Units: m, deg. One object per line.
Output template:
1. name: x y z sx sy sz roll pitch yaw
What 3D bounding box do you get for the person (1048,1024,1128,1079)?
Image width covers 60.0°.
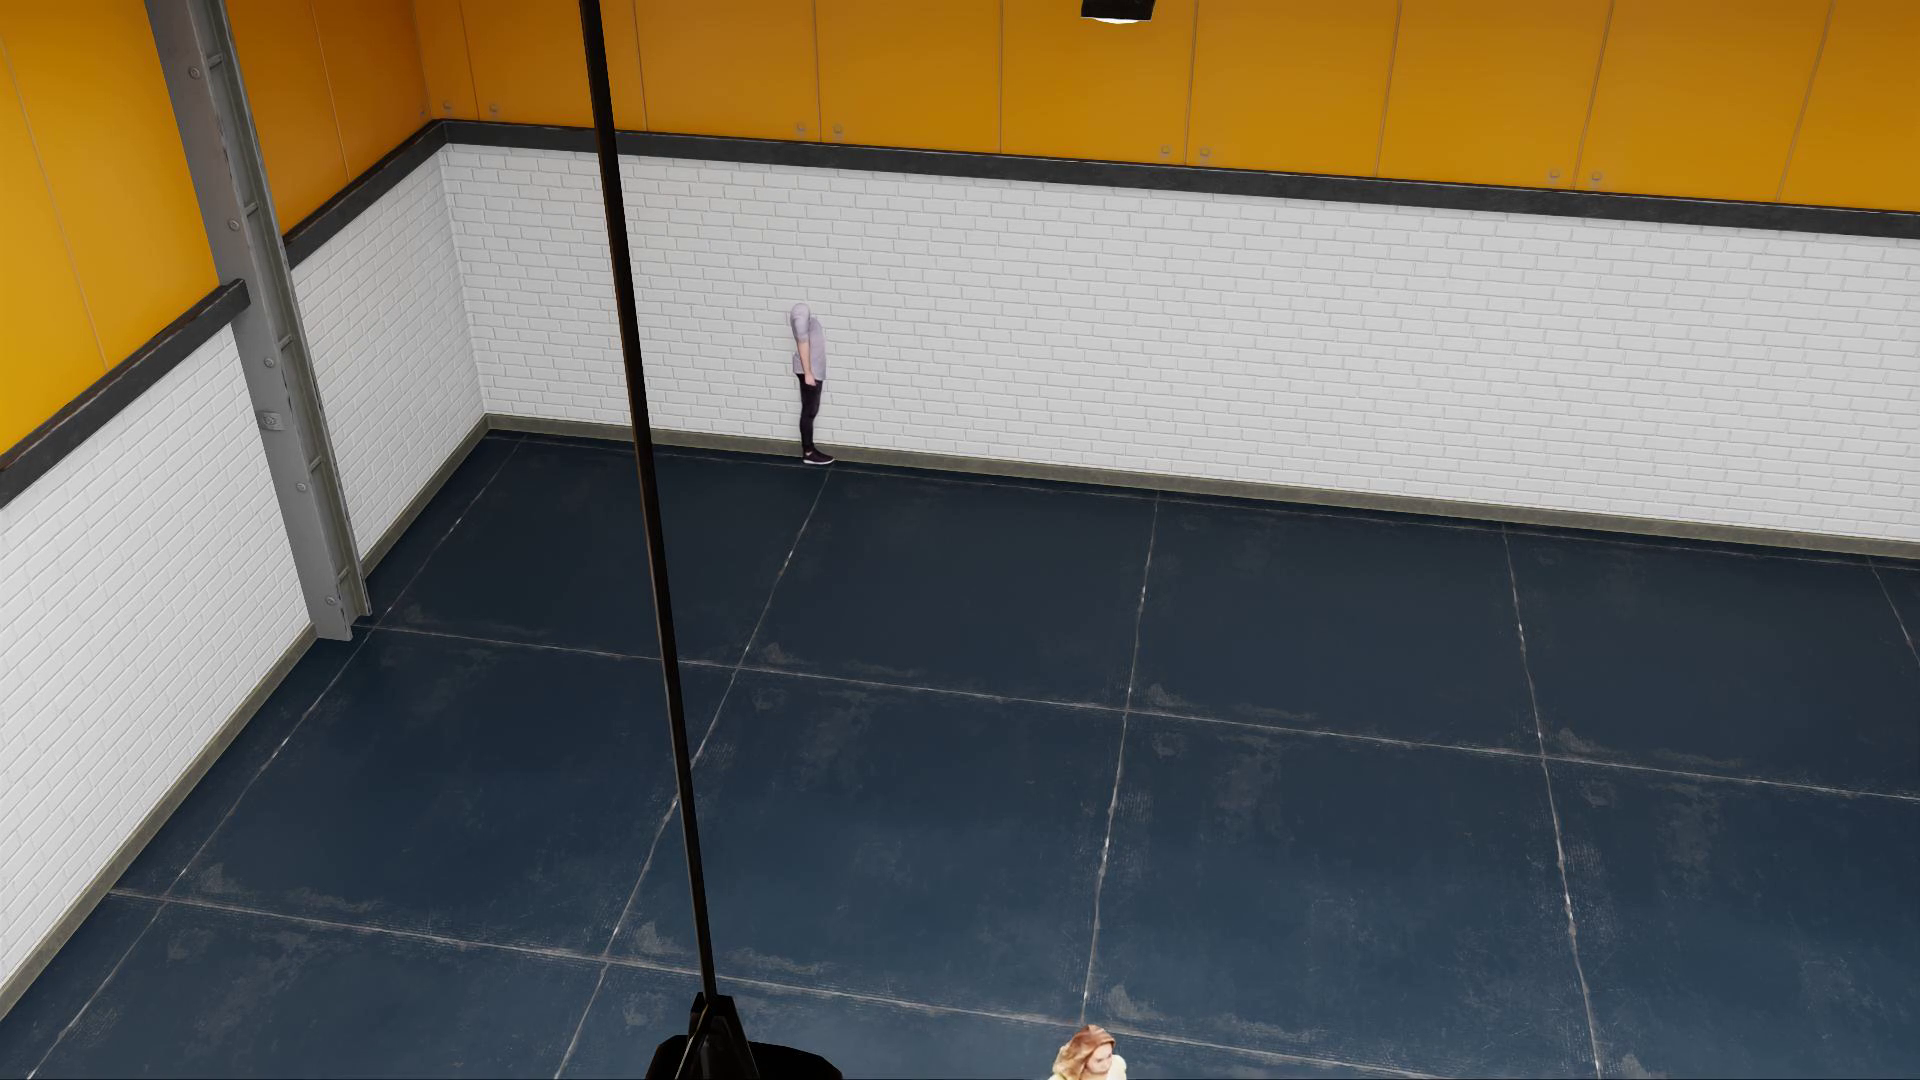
1. person: 0.535 2.980 8.314 1.093 1.671 1.252 -15 37 -22

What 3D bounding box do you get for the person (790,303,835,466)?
1. person: -1.360 -1.580 15.026 0.755 1.835 0.565 2 34 3
